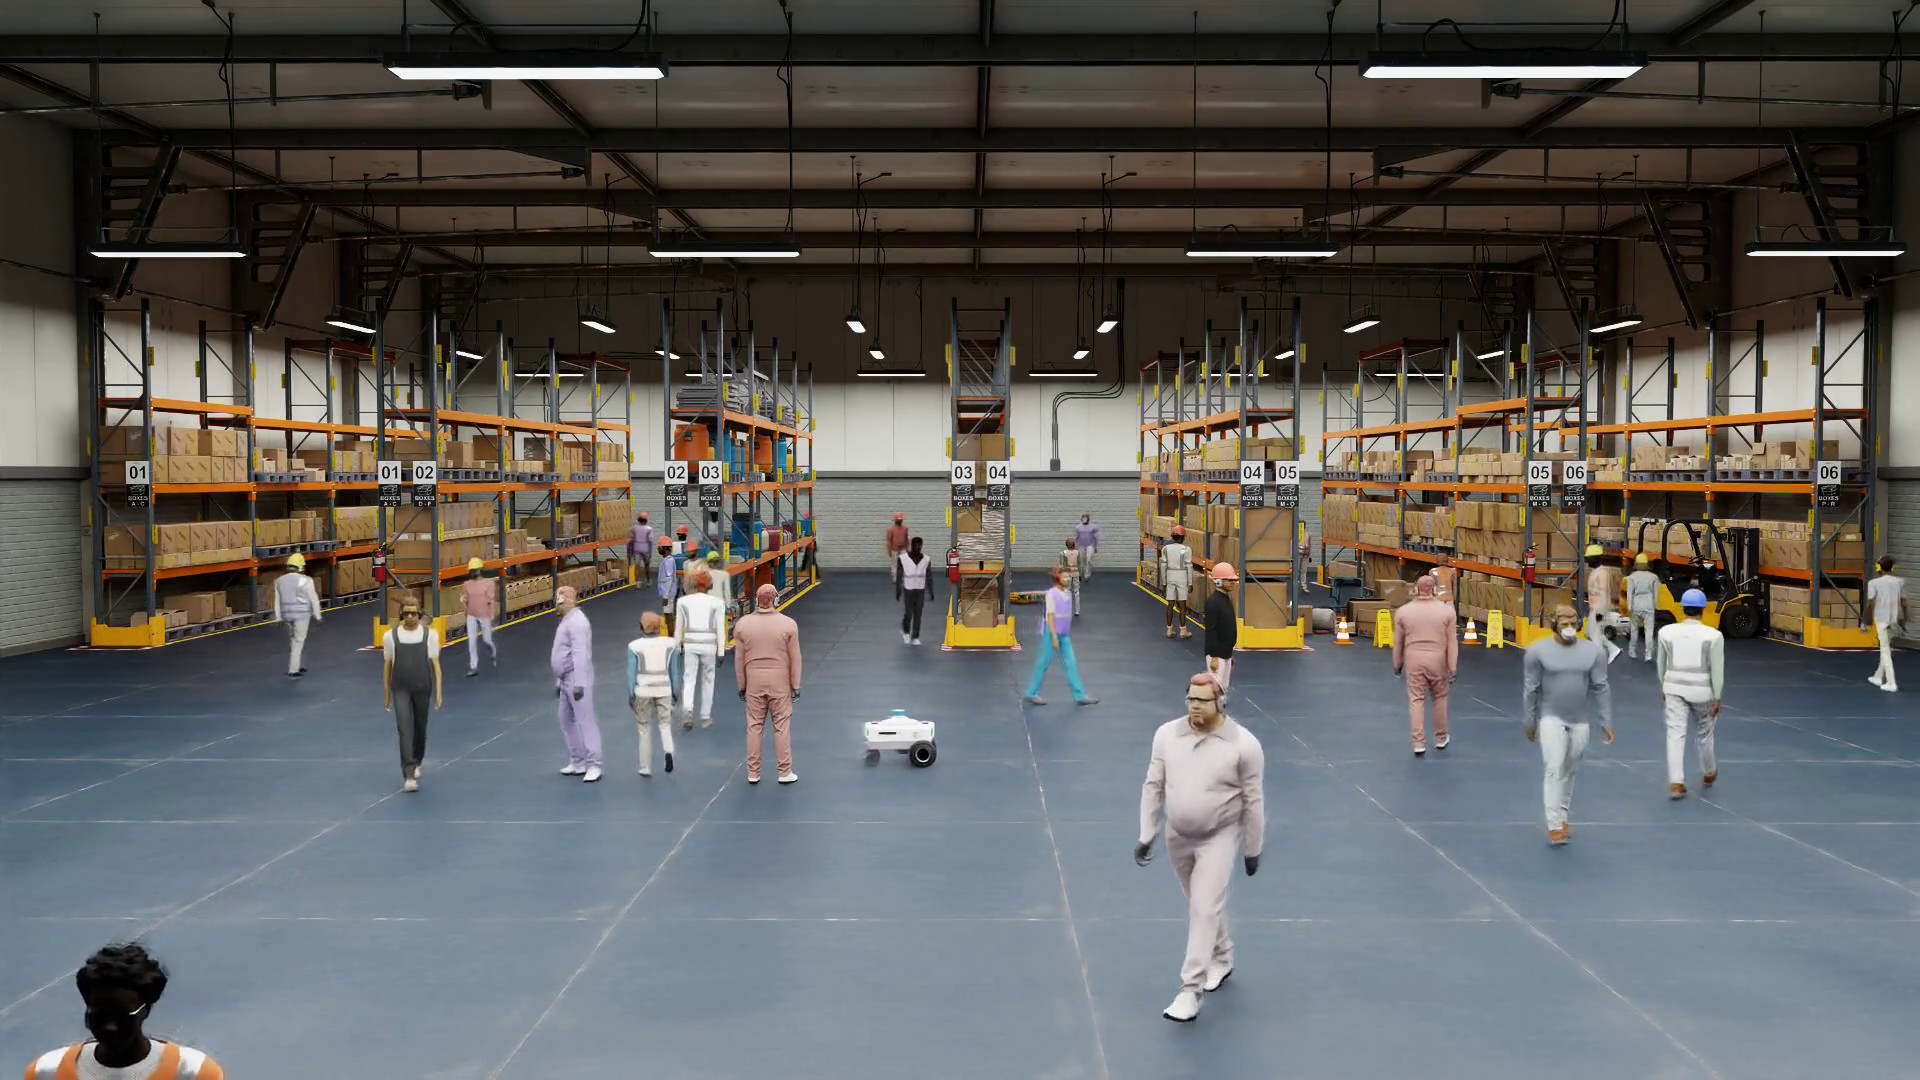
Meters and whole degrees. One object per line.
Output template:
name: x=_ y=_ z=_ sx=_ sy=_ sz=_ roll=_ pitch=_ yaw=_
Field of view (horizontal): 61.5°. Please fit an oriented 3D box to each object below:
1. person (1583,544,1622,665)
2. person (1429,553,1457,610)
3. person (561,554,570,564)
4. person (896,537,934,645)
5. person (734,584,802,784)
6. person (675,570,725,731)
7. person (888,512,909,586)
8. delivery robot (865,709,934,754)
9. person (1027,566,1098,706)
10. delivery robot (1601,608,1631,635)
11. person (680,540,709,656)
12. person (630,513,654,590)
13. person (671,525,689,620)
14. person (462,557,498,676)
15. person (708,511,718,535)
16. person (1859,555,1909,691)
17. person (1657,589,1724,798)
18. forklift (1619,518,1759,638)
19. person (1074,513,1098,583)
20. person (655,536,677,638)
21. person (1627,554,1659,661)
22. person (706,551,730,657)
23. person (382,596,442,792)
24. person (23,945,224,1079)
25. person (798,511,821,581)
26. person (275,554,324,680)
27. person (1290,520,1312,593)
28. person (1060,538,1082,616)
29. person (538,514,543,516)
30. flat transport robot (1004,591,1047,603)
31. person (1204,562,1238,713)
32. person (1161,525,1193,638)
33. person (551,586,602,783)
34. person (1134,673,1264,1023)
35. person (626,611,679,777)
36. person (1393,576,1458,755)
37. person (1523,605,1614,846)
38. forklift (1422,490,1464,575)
person: x=9.720 y=1.016 z=24.497 sx=0.522 sy=1.909 sz=0.583 roll=0 pitch=2 yaw=12
person: x=8.179 y=1.034 z=27.372 sx=0.515 sy=1.636 sz=0.314 roll=0 pitch=2 yaw=-6
person: x=-10.689 y=0.316 z=43.167 sx=0.627 sy=1.817 sz=0.430 roll=0 pitch=2 yaw=7
person: x=-0.790 y=0.881 z=28.046 sx=0.622 sy=1.891 sz=0.480 roll=-1 pitch=2 yaw=-21
person: x=-1.825 y=1.373 z=15.439 sx=0.642 sy=1.913 sz=0.409 roll=0 pitch=2 yaw=6
person: x=-3.020 y=1.272 z=18.679 sx=0.598 sy=1.859 sz=0.836 roll=0 pitch=2 yaw=0
person: x=-1.590 y=0.257 z=42.777 sx=0.659 sy=1.964 sz=0.834 roll=-1 pitch=2 yaw=-24
delivery robot: x=-0.616 y=1.974 z=16.475 sx=0.707 sy=0.478 sz=0.477 roll=0 pitch=2 yaw=-2
person: x=1.258 y=1.228 z=20.603 sx=0.988 sy=1.787 sz=0.587 roll=2 pitch=3 yaw=35
delivery robot: x=11.747 y=1.473 z=29.102 sx=0.477 sy=0.478 sz=0.707 roll=-1 pitch=2 yaw=-16
person: x=-4.380 y=0.950 z=26.245 sx=0.555 sy=1.894 sz=0.930 roll=1 pitch=3 yaw=28
person: x=-8.261 y=0.284 z=41.991 sx=0.616 sy=1.988 sz=1.065 roll=0 pitch=2 yaw=-1
person: x=-5.679 y=0.664 z=32.991 sx=0.552 sy=1.938 sz=0.374 roll=1 pitch=3 yaw=25
person: x=-7.098 y=1.117 z=23.910 sx=0.526 sy=1.744 sz=0.580 roll=0 pitch=2 yaw=6
person: x=-7.267 y=0.104 z=47.321 sx=0.998 sy=1.920 sz=0.616 roll=-1 pitch=3 yaw=-27
person: x=12.710 y=1.133 z=22.317 sx=0.562 sy=1.837 sz=0.845 roll=0 pitch=2 yaw=-4
person: x=6.778 y=1.402 z=14.958 sx=0.609 sy=1.891 sz=1.011 roll=2 pitch=3 yaw=37
forklift: x=13.417 y=0.684 z=29.791 sx=2.313 sy=2.155 sz=1.214 roll=0 pitch=2 yaw=0
person: x=3.421 y=0.227 z=44.368 sx=0.647 sy=1.897 sz=0.931 roll=1 pitch=2 yaw=15
person: x=-4.922 y=0.899 z=27.027 sx=0.359 sy=1.939 sz=0.542 roll=0 pitch=2 yaw=-10
person: x=10.899 y=1.071 z=25.786 sx=0.491 sy=1.696 sz=0.918 roll=1 pitch=2 yaw=16
person: x=-4.033 y=1.035 z=26.444 sx=0.523 sy=1.714 sz=0.935 roll=-1 pitch=3 yaw=-29
person: x=-5.223 y=1.426 z=15.384 sx=0.518 sy=1.816 sz=0.908 roll=-1 pitch=2 yaw=-23
person: x=-2.252 y=1.920 z=4.348 sx=0.558 sy=1.681 sz=0.379 roll=0 pitch=2 yaw=-10
person: x=-4.312 y=0.173 z=45.133 sx=1.010 sy=1.939 sz=0.631 roll=1 pitch=2 yaw=18
person: x=-9.569 y=1.103 z=23.500 sx=0.605 sy=1.805 sz=0.737 roll=1 pitch=2 yaw=16
person: x=8.546 y=0.411 z=40.482 sx=0.627 sy=1.847 sz=0.429 roll=-1 pitch=2 yaw=-18
person: x=2.325 y=0.774 z=33.869 sx=0.522 sy=1.640 sz=0.306 roll=-1 pitch=2 yaw=-18
person: x=-11.329 y=0.254 z=43.496 sx=0.655 sy=1.914 sz=0.802 roll=1 pitch=2 yaw=14
flat transport robot: x=1.680 y=1.319 z=37.661 sx=0.652 sy=0.197 sz=1.431 roll=2 pitch=3 yaw=43
person: x=2.862 y=1.242 z=17.680 sx=0.379 sy=1.996 sz=0.609 roll=1 pitch=3 yaw=27
person: x=3.975 y=0.752 z=29.422 sx=0.615 sy=2.041 sz=0.392 roll=2 pitch=3 yaw=34
person: x=-3.735 y=1.389 z=15.715 sx=0.473 sy=1.865 sz=0.715 roll=-1 pitch=2 yaw=-23
person: x=1.341 y=1.660 z=8.986 sx=0.635 sy=1.853 sz=1.020 roll=2 pitch=3 yaw=36
person: x=-2.974 y=1.503 z=15.686 sx=0.523 sy=1.620 sz=0.471 roll=-1 pitch=2 yaw=-22
person: x=4.965 y=1.318 z=17.184 sx=0.675 sy=1.873 sz=0.804 roll=1 pitch=2 yaw=22
person: x=4.881 y=1.481 z=12.915 sx=0.646 sy=1.899 sz=0.929 roll=0 pitch=2 yaw=4
forklift: x=13.926 y=-0.371 z=47.846 sx=1.873 sy=2.768 sz=1.129 roll=0 pitch=2 yaw=0
